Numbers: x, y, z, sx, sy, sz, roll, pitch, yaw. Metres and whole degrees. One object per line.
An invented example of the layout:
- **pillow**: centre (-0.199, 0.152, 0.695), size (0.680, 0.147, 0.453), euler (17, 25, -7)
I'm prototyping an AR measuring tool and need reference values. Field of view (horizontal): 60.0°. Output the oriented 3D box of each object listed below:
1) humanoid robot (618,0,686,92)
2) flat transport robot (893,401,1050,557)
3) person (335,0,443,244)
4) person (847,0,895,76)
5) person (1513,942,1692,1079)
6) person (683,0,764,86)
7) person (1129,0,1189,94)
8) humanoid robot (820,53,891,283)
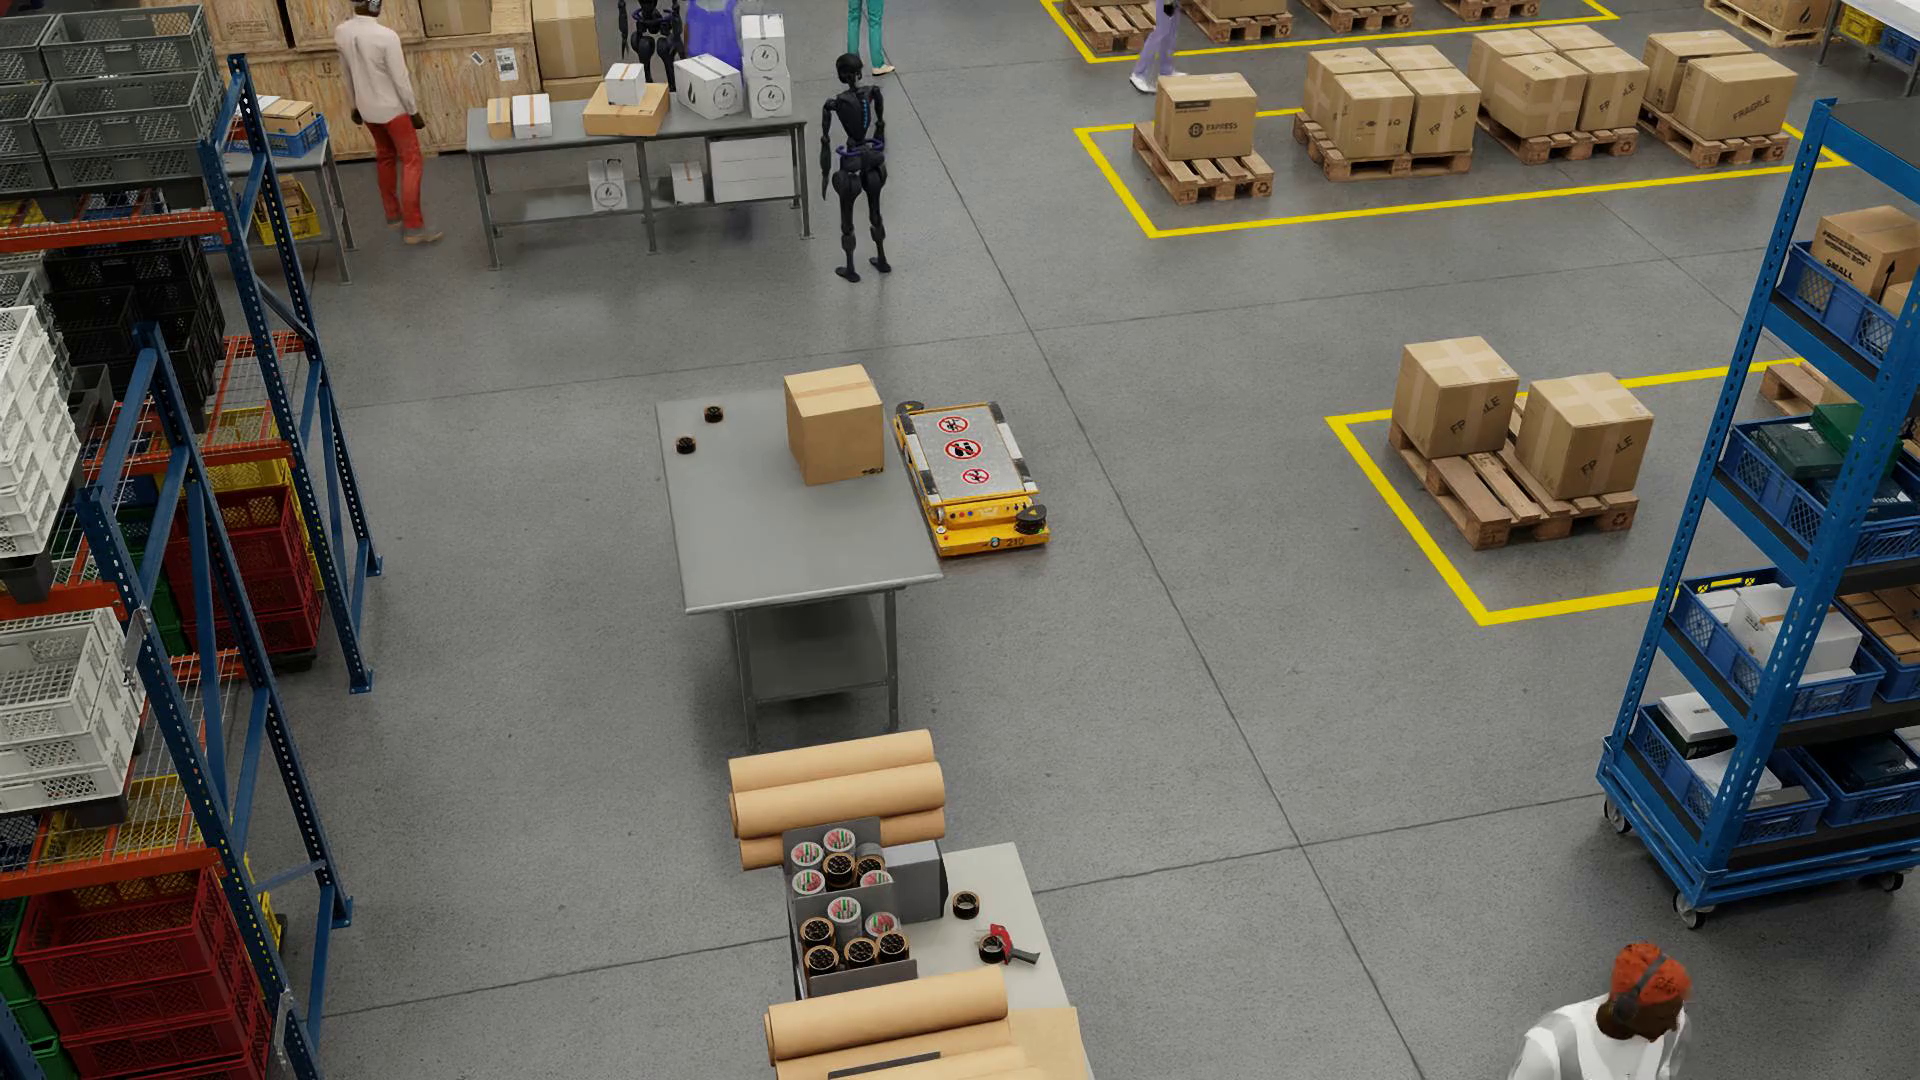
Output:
- **humanoid robot**: centre (-2.612, -4.296, 14.144), size (0.577, 1.651, 0.322), euler (8, 37, 10)
- **flat transport robot**: centre (0.046, -0.430, 10.108), size (0.652, 0.197, 1.431), euler (-8, 37, -10)
- **person**: centre (-4.299, -3.198, 12.430), size (0.787, 1.965, 0.572), euler (20, 41, 25)
- **person**: centre (-0.857, -5.144, 15.212), size (0.532, 1.768, 0.308), euler (18, 40, 22)
- **person**: centre (2.036, 2.009, 5.518), size (0.628, 1.865, 0.380), euler (-9, 38, -12)
- **person**: centre (-1.853, -3.744, 13.103), size (0.694, 2.000, 0.749), euler (15, 39, 19)
- **person**: centre (1.832, -4.975, 14.892), size (0.500, 1.882, 0.686), euler (10, 38, 14)
- **humanoid robot**: centre (-0.762, -2.696, 11.996), size (0.564, 1.653, 0.368), euler (-23, 42, -28)
